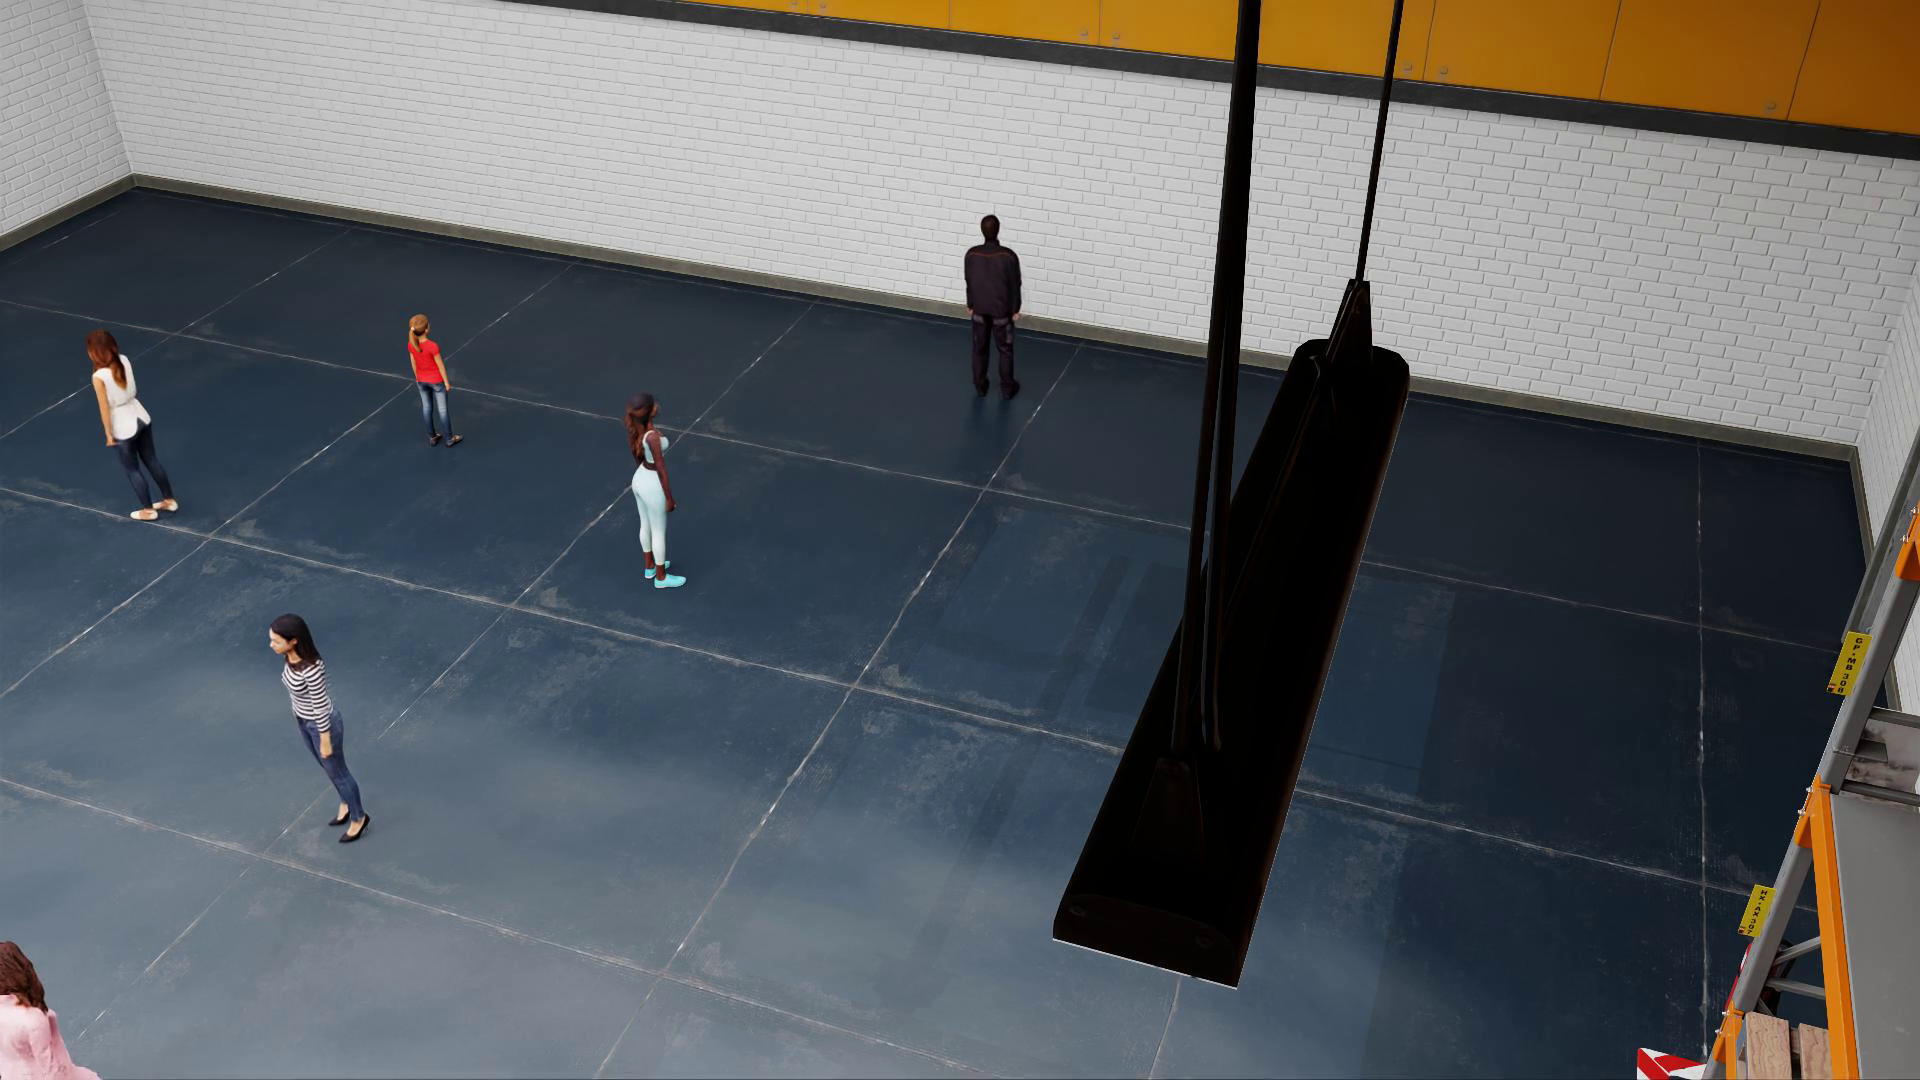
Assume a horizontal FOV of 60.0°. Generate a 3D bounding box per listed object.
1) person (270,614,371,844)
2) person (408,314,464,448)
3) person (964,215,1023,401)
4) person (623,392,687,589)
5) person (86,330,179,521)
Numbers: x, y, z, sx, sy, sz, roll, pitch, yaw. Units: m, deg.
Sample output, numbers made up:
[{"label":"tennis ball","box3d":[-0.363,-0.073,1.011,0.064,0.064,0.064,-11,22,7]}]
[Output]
[{"label":"person","box3d":[-4.121,1.211,10.736,0.649,1.793,0.643,-27,42,-34]},{"label":"person","box3d":[-4.833,-1.453,15.179,0.495,1.311,0.518,8,34,12]},{"label":"person","box3d":[0.301,-2.204,15.833,0.715,1.837,0.563,11,35,16]},{"label":"person","box3d":[-2.456,-0.405,13.230,0.679,1.723,0.650,-24,40,-31]},{"label":"person","box3d":[-6.958,-0.973,14.034,0.668,1.779,0.504,9,35,14]}]
